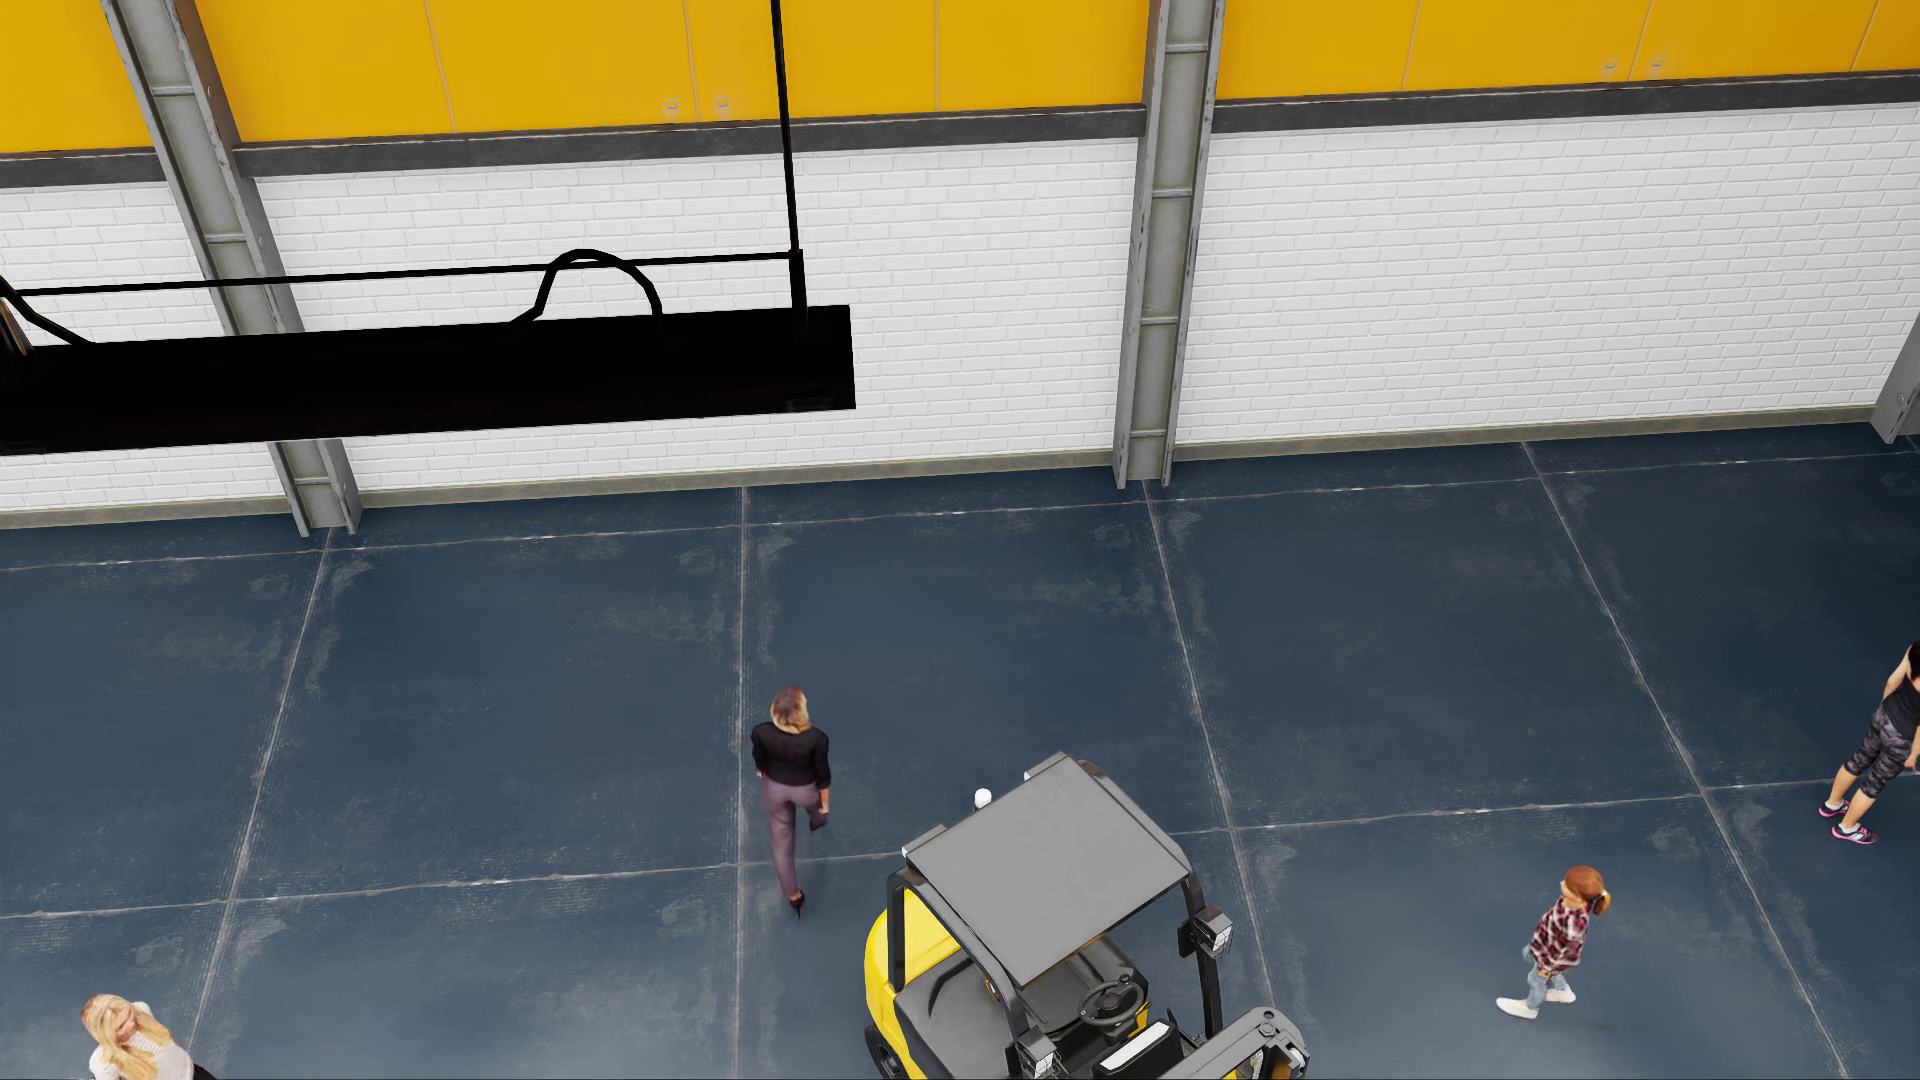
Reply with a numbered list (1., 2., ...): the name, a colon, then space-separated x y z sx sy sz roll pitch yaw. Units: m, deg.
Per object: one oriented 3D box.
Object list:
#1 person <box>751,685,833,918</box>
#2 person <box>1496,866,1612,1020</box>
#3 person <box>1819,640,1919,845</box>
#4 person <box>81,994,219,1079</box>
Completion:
1. person: -0.946 1.497 9.309 0.988 1.632 0.766 2 44 2
2. person: 3.230 2.174 8.841 0.716 1.299 0.649 14 45 14
3. person: 5.428 1.098 9.658 0.534 1.730 0.566 -1 44 -1
4. person: -3.890 2.671 7.945 0.687 1.815 0.683 3 44 3
